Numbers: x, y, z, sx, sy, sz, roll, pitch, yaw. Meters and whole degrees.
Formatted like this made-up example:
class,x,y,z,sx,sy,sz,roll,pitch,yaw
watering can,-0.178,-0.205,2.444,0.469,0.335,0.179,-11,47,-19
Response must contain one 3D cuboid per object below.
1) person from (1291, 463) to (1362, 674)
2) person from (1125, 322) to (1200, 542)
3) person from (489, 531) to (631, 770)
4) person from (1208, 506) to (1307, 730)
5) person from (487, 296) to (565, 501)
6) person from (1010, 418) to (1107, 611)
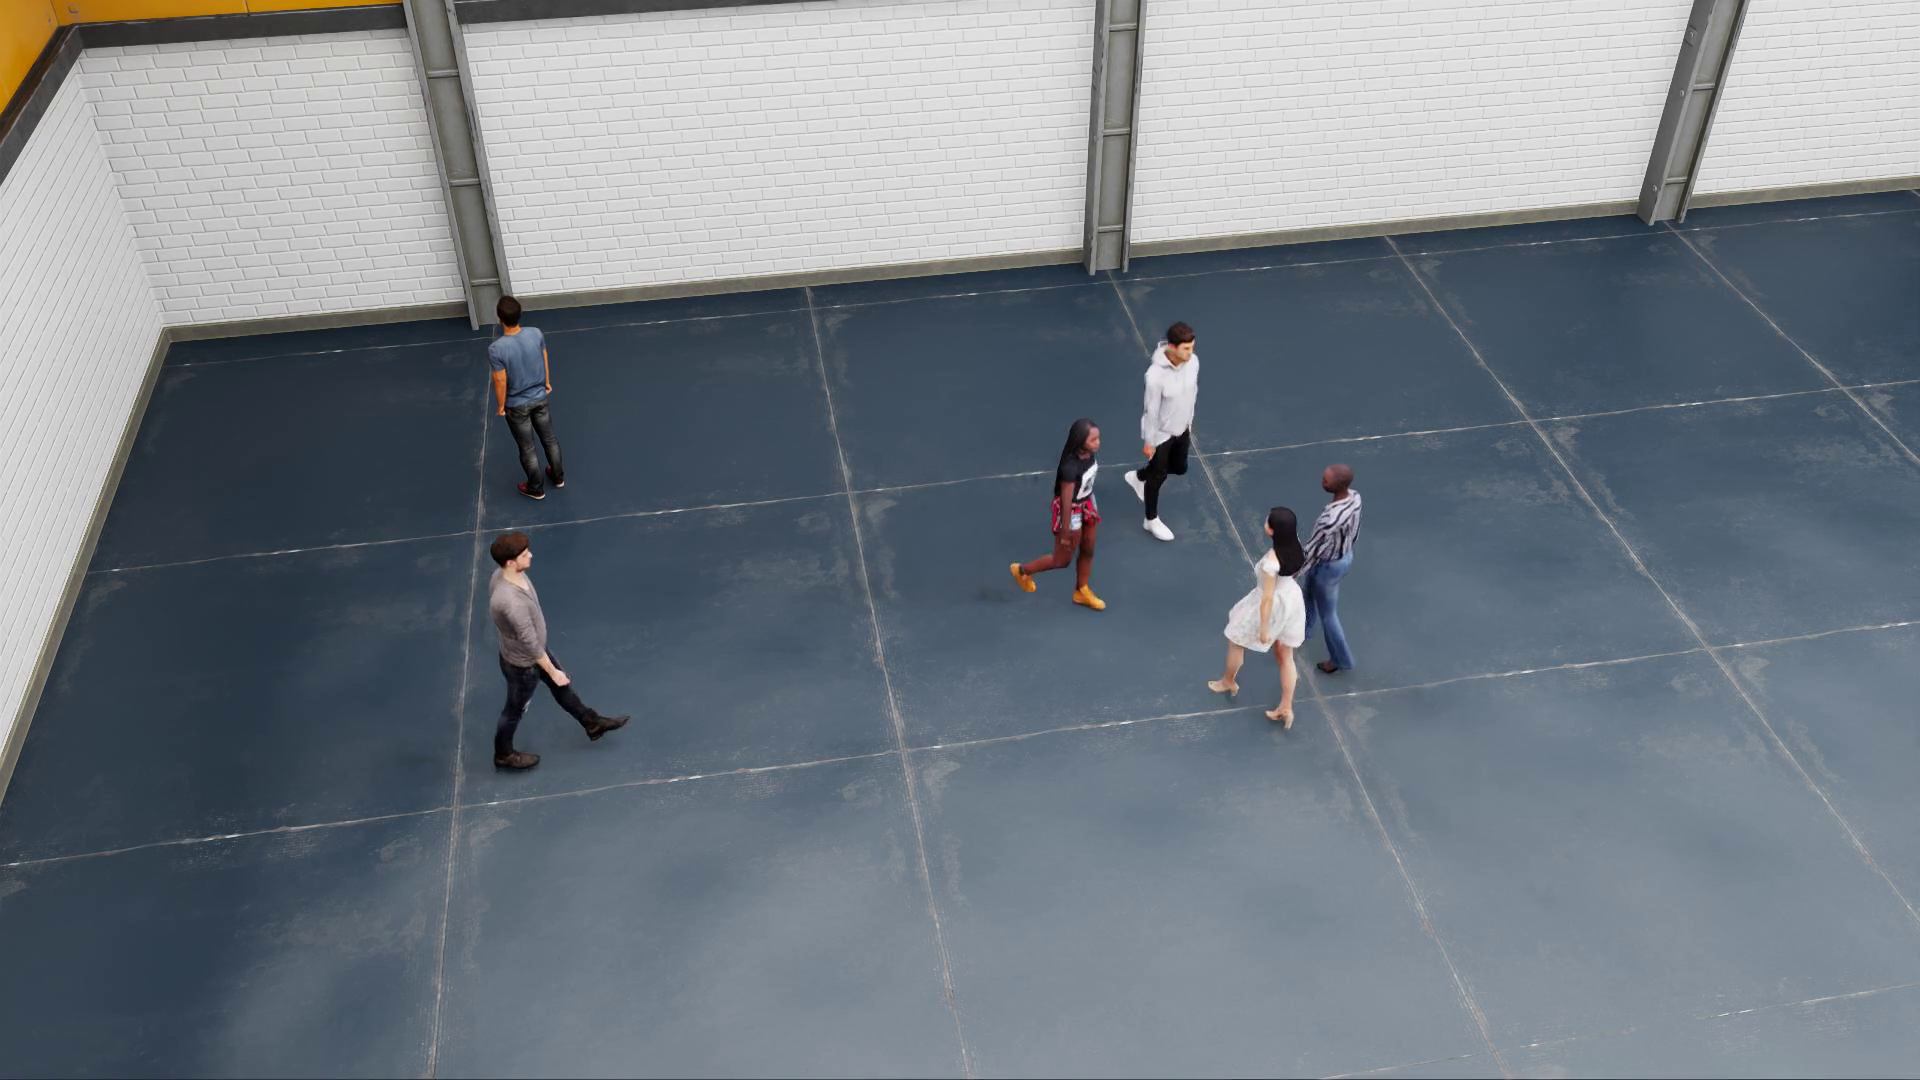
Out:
class,x,y,z,sx,sy,sz,roll,pitch,yaw
person,2.633,0.247,11.531,1.008,1.762,0.921,21,43,24
person,1.509,-0.902,12.853,0.959,1.908,0.978,-28,46,-30
person,-2.919,0.782,10.782,1.137,1.860,0.688,-6,39,-7
person,2.172,0.557,11.155,0.956,1.748,0.964,-31,48,-33
person,-3.451,-1.135,13.223,0.787,1.810,0.689,31,48,33
person,0.746,-0.180,12.111,1.063,1.705,0.933,14,41,17
